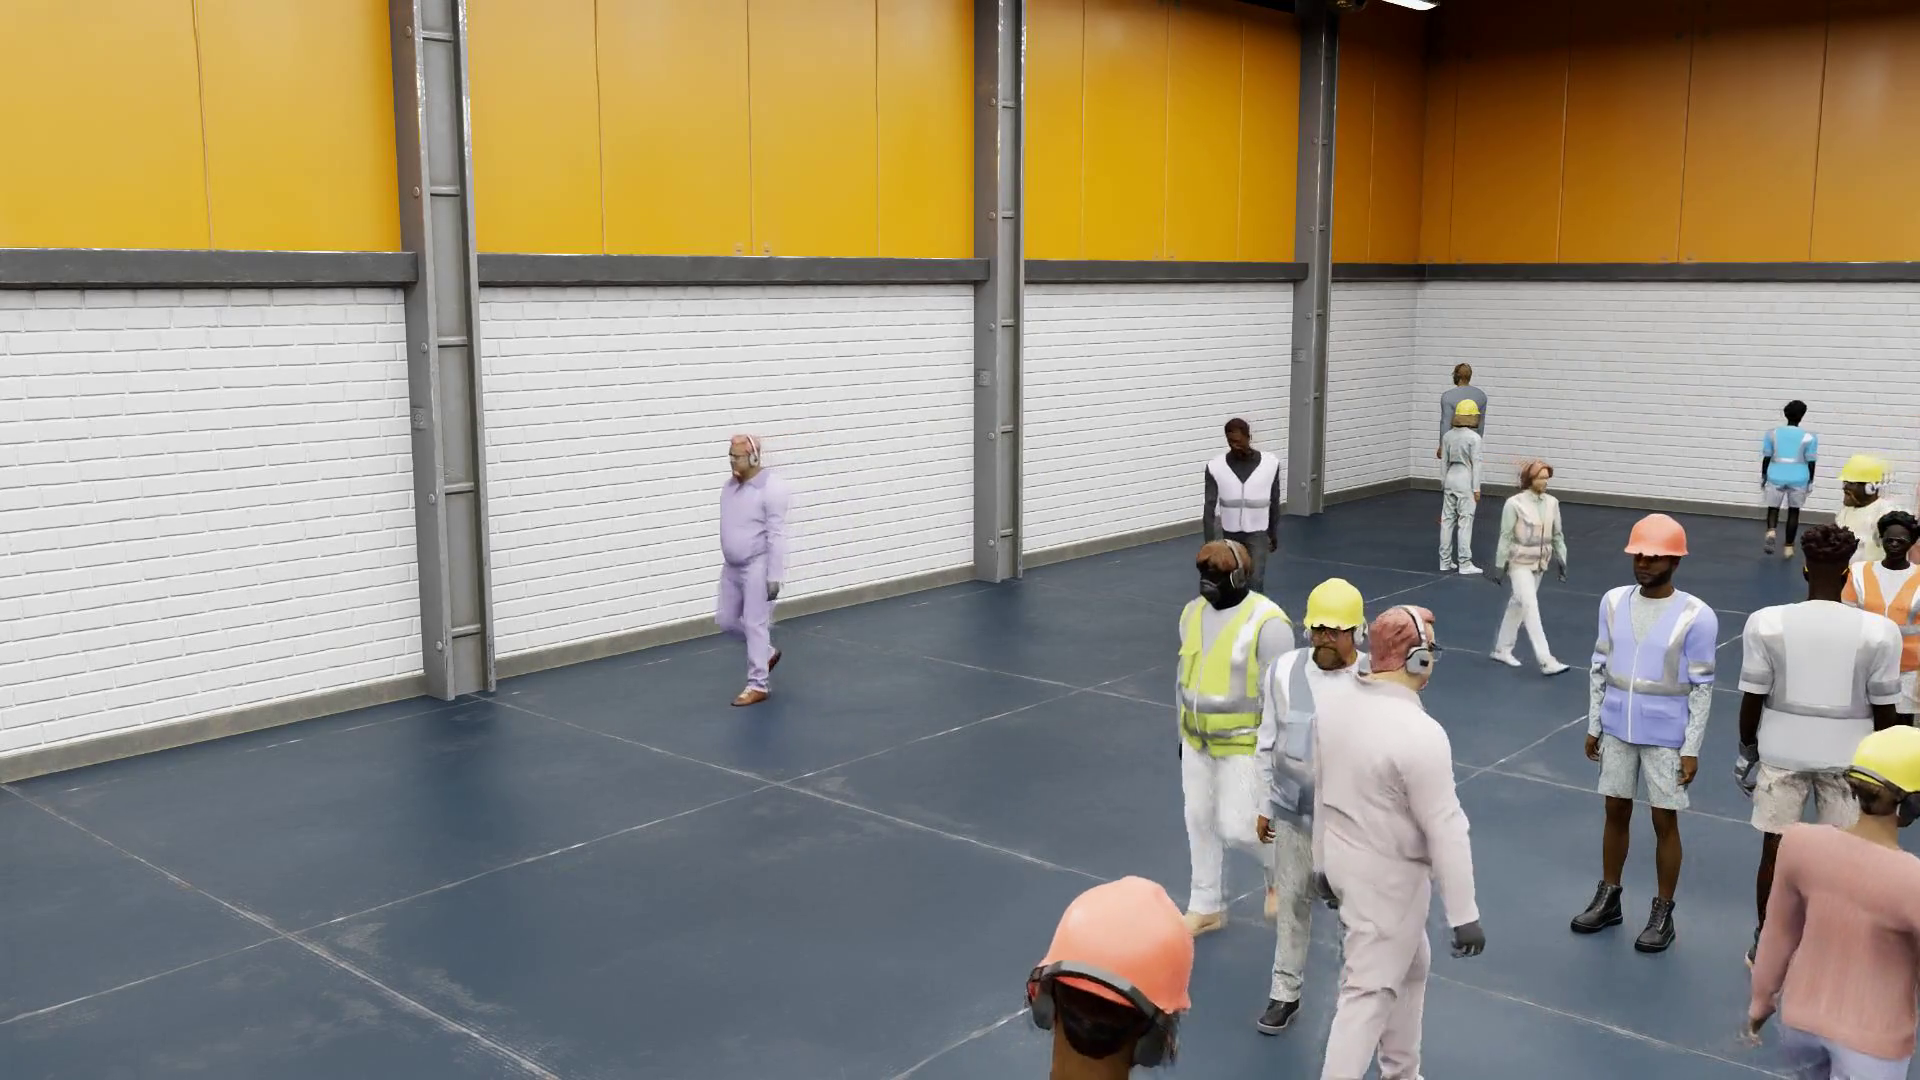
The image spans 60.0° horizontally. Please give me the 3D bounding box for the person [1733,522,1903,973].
[{"bbox_3d":[3.569,0.902,6.953,0.604,1.959,0.379,5,10,27],"label":"person"}]

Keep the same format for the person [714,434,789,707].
[{"bbox_3d":[-1.439,0.199,11.590,0.648,1.894,0.483,8,12,41],"label":"person"}]

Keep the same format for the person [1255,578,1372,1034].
[{"bbox_3d":[1.424,1.046,6.452,0.591,1.830,0.403,4,10,25],"label":"person"}]

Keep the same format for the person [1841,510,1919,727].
[{"bbox_3d":[5.106,0.677,9.175,0.535,1.700,0.318,7,11,36],"label":"person"}]

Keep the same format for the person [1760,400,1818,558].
[{"bbox_3d":[8.654,-0.623,17.387,0.540,1.677,0.521,6,11,33],"label":"person"}]

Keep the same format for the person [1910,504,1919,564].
[{"bbox_3d":[7.119,0.146,11.744,0.642,1.937,1.008,-2,9,-12],"label":"person"}]

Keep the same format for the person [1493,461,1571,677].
[{"bbox_3d":[4.305,0.211,12.397,0.543,1.589,0.844,-5,10,-28],"label":"person"}]

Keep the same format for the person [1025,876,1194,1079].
[{"bbox_3d":[0.126,1.545,2.800,0.727,1.994,0.662,0,9,2],"label":"person"}]

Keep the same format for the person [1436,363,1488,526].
[{"bbox_3d":[5.959,-1.137,19.820,0.630,1.940,0.371,-4,10,-22],"label":"person"}]

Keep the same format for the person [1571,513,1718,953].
[{"bbox_3d":[3.032,0.843,7.376,0.353,1.942,0.545,-8,12,-40],"label":"person"}]

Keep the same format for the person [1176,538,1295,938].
[{"bbox_3d":[1.224,0.889,7.457,0.536,1.823,0.639,-7,11,-37],"label":"person"}]

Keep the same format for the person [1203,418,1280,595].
[{"bbox_3d":[2.225,-0.039,13.161,0.590,1.859,0.882,2,9,13],"label":"person"}]

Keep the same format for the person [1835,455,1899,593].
[{"bbox_3d":[5.922,0.323,11.120,0.928,1.778,0.618,0,9,1],"label":"person"}]

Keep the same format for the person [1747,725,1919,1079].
[{"bbox_3d":[2.545,1.367,4.663,0.593,1.743,0.558,-4,10,-26],"label":"person"}]

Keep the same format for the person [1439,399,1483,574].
[{"bbox_3d":[5.036,-0.539,16.673,0.312,1.744,0.487,-5,10,-30],"label":"person"}]

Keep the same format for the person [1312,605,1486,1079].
[{"bbox_3d":[1.524,1.154,5.617,0.779,1.877,0.660,-2,9,-12],"label":"person"}]
